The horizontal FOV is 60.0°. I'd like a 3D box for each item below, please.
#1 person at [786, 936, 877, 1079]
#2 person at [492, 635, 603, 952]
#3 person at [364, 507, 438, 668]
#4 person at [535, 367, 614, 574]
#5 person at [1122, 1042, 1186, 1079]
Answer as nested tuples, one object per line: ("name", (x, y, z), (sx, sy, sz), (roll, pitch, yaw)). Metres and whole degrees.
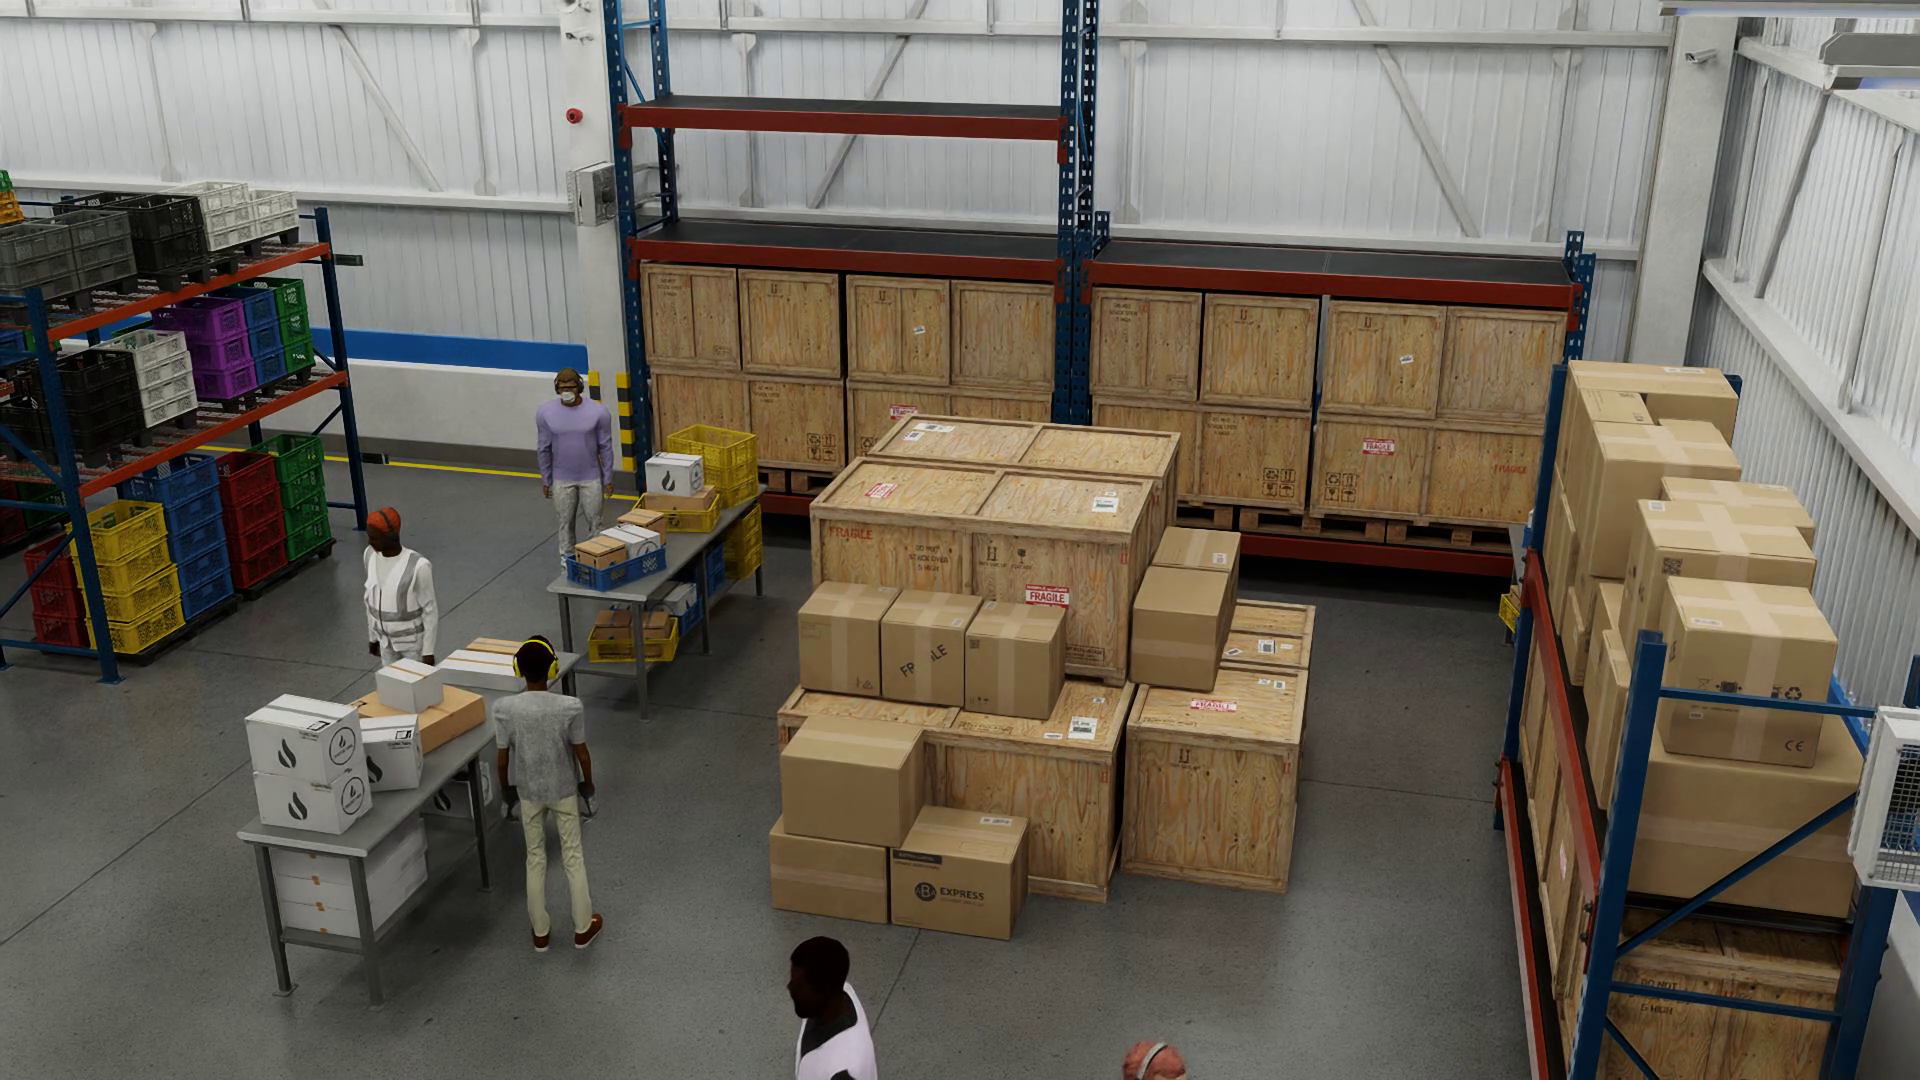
("person", (-0.466, 2.376, 6.502), (0.372, 1.916, 0.596), (-4, 21, -12))
("person", (-2.262, 1.395, 9.138), (0.532, 1.867, 0.315), (-2, 21, -5))
("person", (-3.698, 0.666, 11.021), (0.572, 1.886, 0.353), (10, 23, 25))
("person", (-3.230, -0.516, 14.039), (0.631, 1.939, 0.369), (-3, 21, -7))
("person", (0.650, 2.595, 5.965), (0.395, 1.899, 0.642), (15, 25, 33))
